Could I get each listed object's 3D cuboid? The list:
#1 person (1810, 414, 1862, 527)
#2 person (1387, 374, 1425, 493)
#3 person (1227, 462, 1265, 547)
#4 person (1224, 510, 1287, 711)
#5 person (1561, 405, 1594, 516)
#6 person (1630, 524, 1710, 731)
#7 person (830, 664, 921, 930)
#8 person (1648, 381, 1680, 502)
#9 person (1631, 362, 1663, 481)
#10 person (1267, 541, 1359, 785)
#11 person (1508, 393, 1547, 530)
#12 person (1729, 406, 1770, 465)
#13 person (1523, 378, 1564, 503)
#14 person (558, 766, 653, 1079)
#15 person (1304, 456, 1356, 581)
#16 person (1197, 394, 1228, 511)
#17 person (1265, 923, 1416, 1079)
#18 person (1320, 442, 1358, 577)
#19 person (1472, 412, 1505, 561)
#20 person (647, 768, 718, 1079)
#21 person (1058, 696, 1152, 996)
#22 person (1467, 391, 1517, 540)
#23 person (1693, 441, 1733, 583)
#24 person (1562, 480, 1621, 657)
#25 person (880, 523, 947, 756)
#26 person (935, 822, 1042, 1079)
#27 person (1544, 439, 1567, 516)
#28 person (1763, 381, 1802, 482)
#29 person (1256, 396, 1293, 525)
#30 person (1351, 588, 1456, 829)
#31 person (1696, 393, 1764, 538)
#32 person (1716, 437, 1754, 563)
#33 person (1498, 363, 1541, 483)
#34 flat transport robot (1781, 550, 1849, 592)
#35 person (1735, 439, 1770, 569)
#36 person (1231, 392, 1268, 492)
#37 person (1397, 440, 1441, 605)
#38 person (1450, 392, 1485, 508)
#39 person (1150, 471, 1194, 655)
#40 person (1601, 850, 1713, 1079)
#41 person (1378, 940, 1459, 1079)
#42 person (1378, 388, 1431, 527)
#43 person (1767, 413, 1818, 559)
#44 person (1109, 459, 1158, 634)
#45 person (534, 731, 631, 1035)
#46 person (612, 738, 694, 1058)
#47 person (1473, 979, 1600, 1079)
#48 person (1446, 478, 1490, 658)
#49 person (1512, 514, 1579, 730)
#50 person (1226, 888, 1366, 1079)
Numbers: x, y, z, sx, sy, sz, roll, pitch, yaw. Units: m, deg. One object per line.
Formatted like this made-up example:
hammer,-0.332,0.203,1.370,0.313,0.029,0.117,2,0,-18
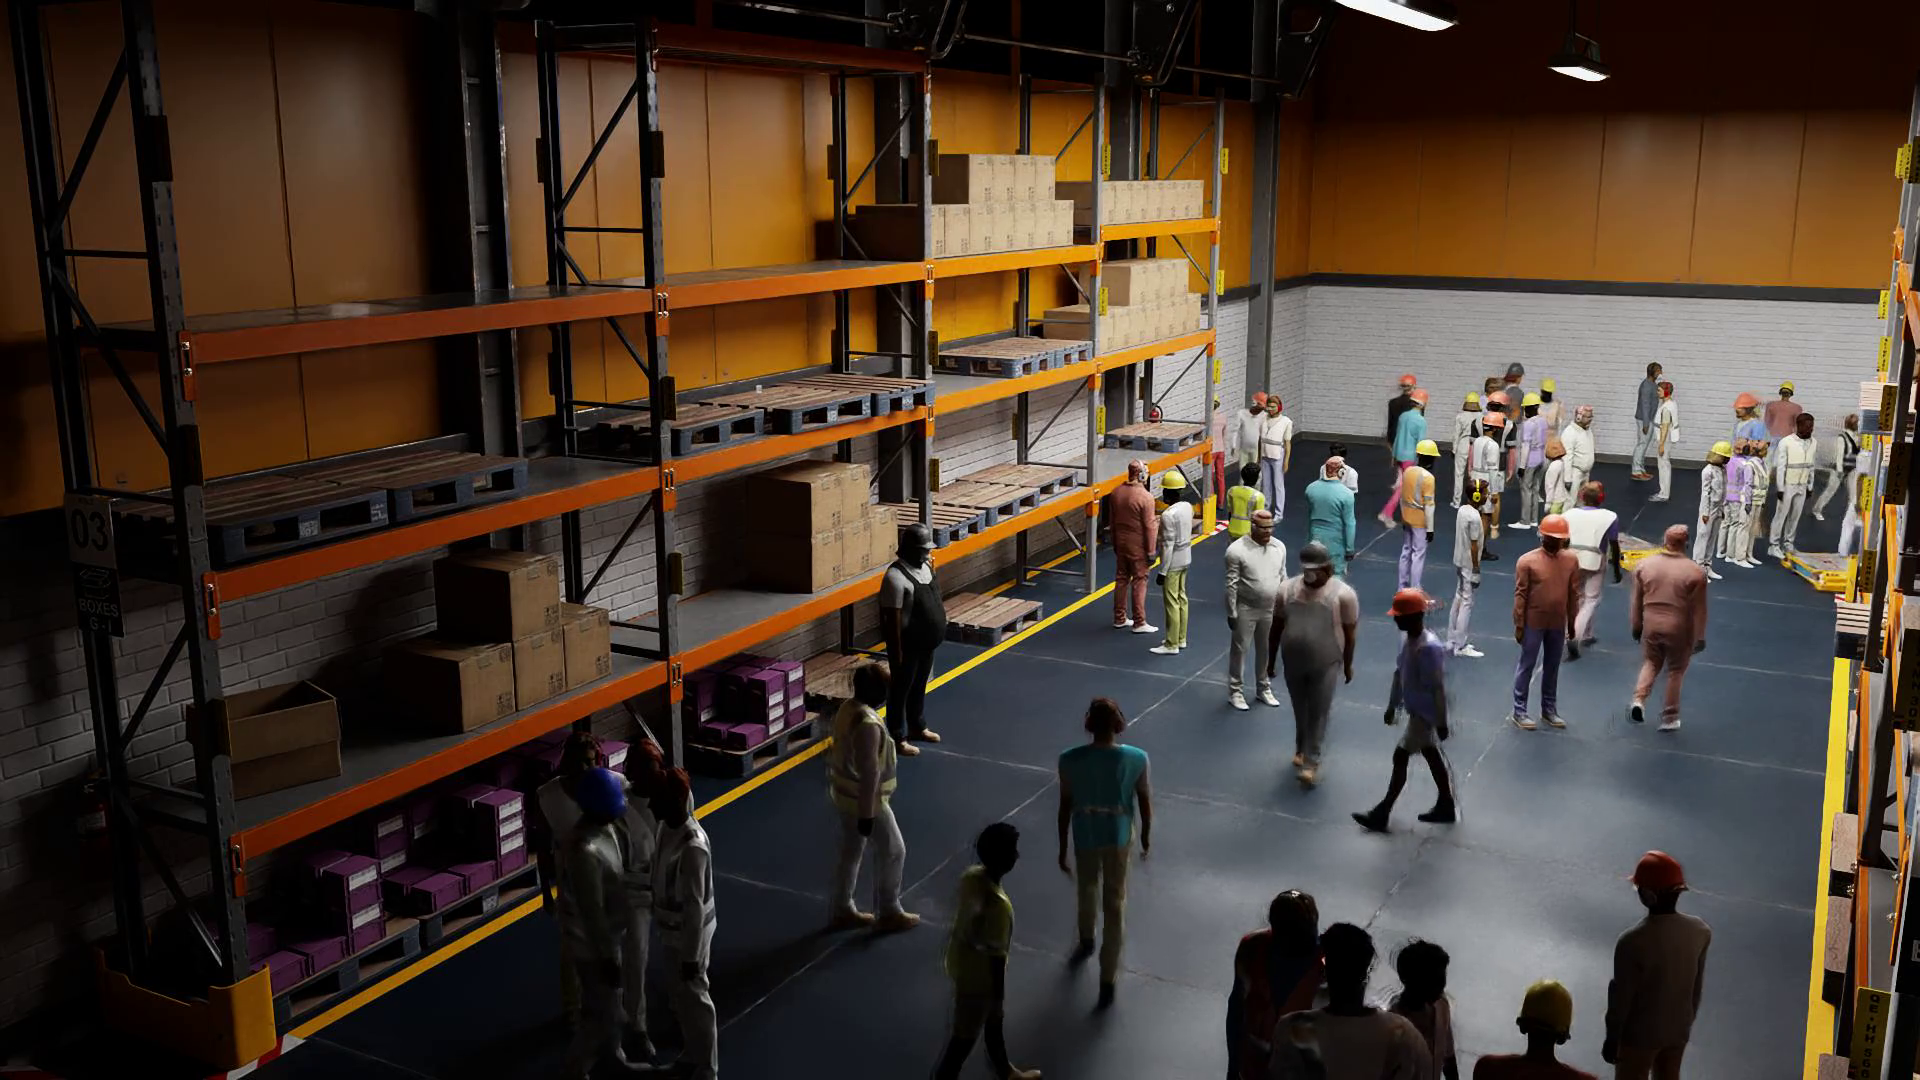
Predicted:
person,12.557,-1.016,23.651,0.532,1.601,0.851,-6,14,-26
person,6.670,-1.505,25.011,0.619,1.972,0.635,-11,16,-39
person,3.290,-0.060,19.179,0.319,1.686,0.541,-11,17,-40
person,2.775,0.645,15.541,0.643,1.902,0.399,-5,13,-20
person,8.303,-0.875,22.366,0.399,1.897,0.652,12,17,44
person,6.368,0.790,14.924,0.443,1.894,0.649,-11,17,-41
person,-0.549,1.704,10.997,0.709,1.813,0.647,-4,13,-19
person,10.714,-1.489,25.246,0.383,1.838,0.562,6,14,26
person,11.160,-1.932,27.027,0.367,1.932,0.623,6,14,26
person,2.856,0.975,13.744,0.694,2.000,0.966,8,15,32
person,7.993,-1.106,23.356,0.394,1.913,0.591,10,16,39
person,11.048,-1.032,23.353,0.533,1.767,0.327,5,13,21
person,8.851,-1.557,25.376,0.605,1.908,0.693,0,13,-2
person,-1.950,2.114,8.910,0.445,1.945,0.648,-1,13,-5
person,4.097,0.014,18.377,0.399,1.899,0.649,-10,16,-39
person,3.705,-1.282,24.479,0.523,1.763,0.329,-8,15,-33
person,1.582,2.539,7.030,0.614,1.919,1.005,-2,13,-7
person,4.642,-0.376,20.566,0.541,1.696,0.315,12,17,42
person,6.813,-0.696,21.497,0.390,1.926,0.550,-2,13,-8
person,-1.492,2.121,8.980,0.340,1.882,0.578,-5,14,-22
person,0.901,1.854,10.376,0.591,1.791,0.993,0,13,2
person,7.241,-1.013,22.677,0.612,2.030,0.403,4,13,17
person,9.231,-0.351,20.366,0.484,1.738,0.305,-11,16,-40
person,6.530,0.287,17.346,0.854,1.819,0.586,-12,17,-43
person,-0.380,0.834,14.374,0.535,2.000,0.684,6,14,27
person,0.152,2.284,8.745,0.819,1.651,0.606,-4,13,-17
person,7.566,-0.480,21.202,0.292,1.623,0.494,7,14,29
person,12.787,-1.597,25.911,0.532,1.756,0.337,6,14,26
person,4.478,-1.147,23.714,0.394,1.836,0.560,-10,16,-39
person,3.419,1.287,12.689,0.967,1.876,0.559,-1,13,-5
person,10.560,-0.999,22.660,1.019,1.995,0.641,0,13,1
person,9.957,-0.512,21.329,0.322,1.631,0.522,-2,13,-8
person,8.732,-1.826,26.284,1.012,2.000,0.698,-4,13,-17
flat transport robot,10.671,0.376,20.420,0.652,0.197,1.431,2,13,8
person,10.080,-0.473,21.131,0.309,1.641,0.512,12,17,43
person,4.400,-1.392,25.089,0.615,1.709,0.421,4,13,16
person,5.338,-0.215,19.332,0.381,1.923,0.591,-4,13,-15
person,7.574,-1.334,24.786,0.490,1.730,0.322,0,13,-1
person,2.207,0.237,17.302,0.367,1.927,0.590,7,14,29
person,3.383,2.367,8.184,0.568,1.743,0.351,-5,14,-22
person,2.012,2.572,7.476,0.635,1.665,0.547,10,16,39
person,6.330,-1.174,23.557,0.834,1.962,0.646,-4,13,-16
person,10.831,-0.712,21.611,0.589,1.909,0.389,-5,13,-20
person,1.919,0.063,18.132,0.401,1.907,0.646,-9,16,-36
person,-2.182,1.978,9.731,0.565,1.836,0.397,-5,14,-23
person,-1.759,2.020,9.448,0.584,1.878,0.364,-7,14,-29
person,2.361,2.649,6.871,0.533,1.767,0.326,5,14,21
person,5.280,0.279,17.251,0.310,1.868,0.533,0,13,-2
person,5.272,0.732,14.961,0.615,1.987,0.407,-3,13,-13
person,1.494,2.451,7.590,0.634,1.839,0.429,8,15,32
